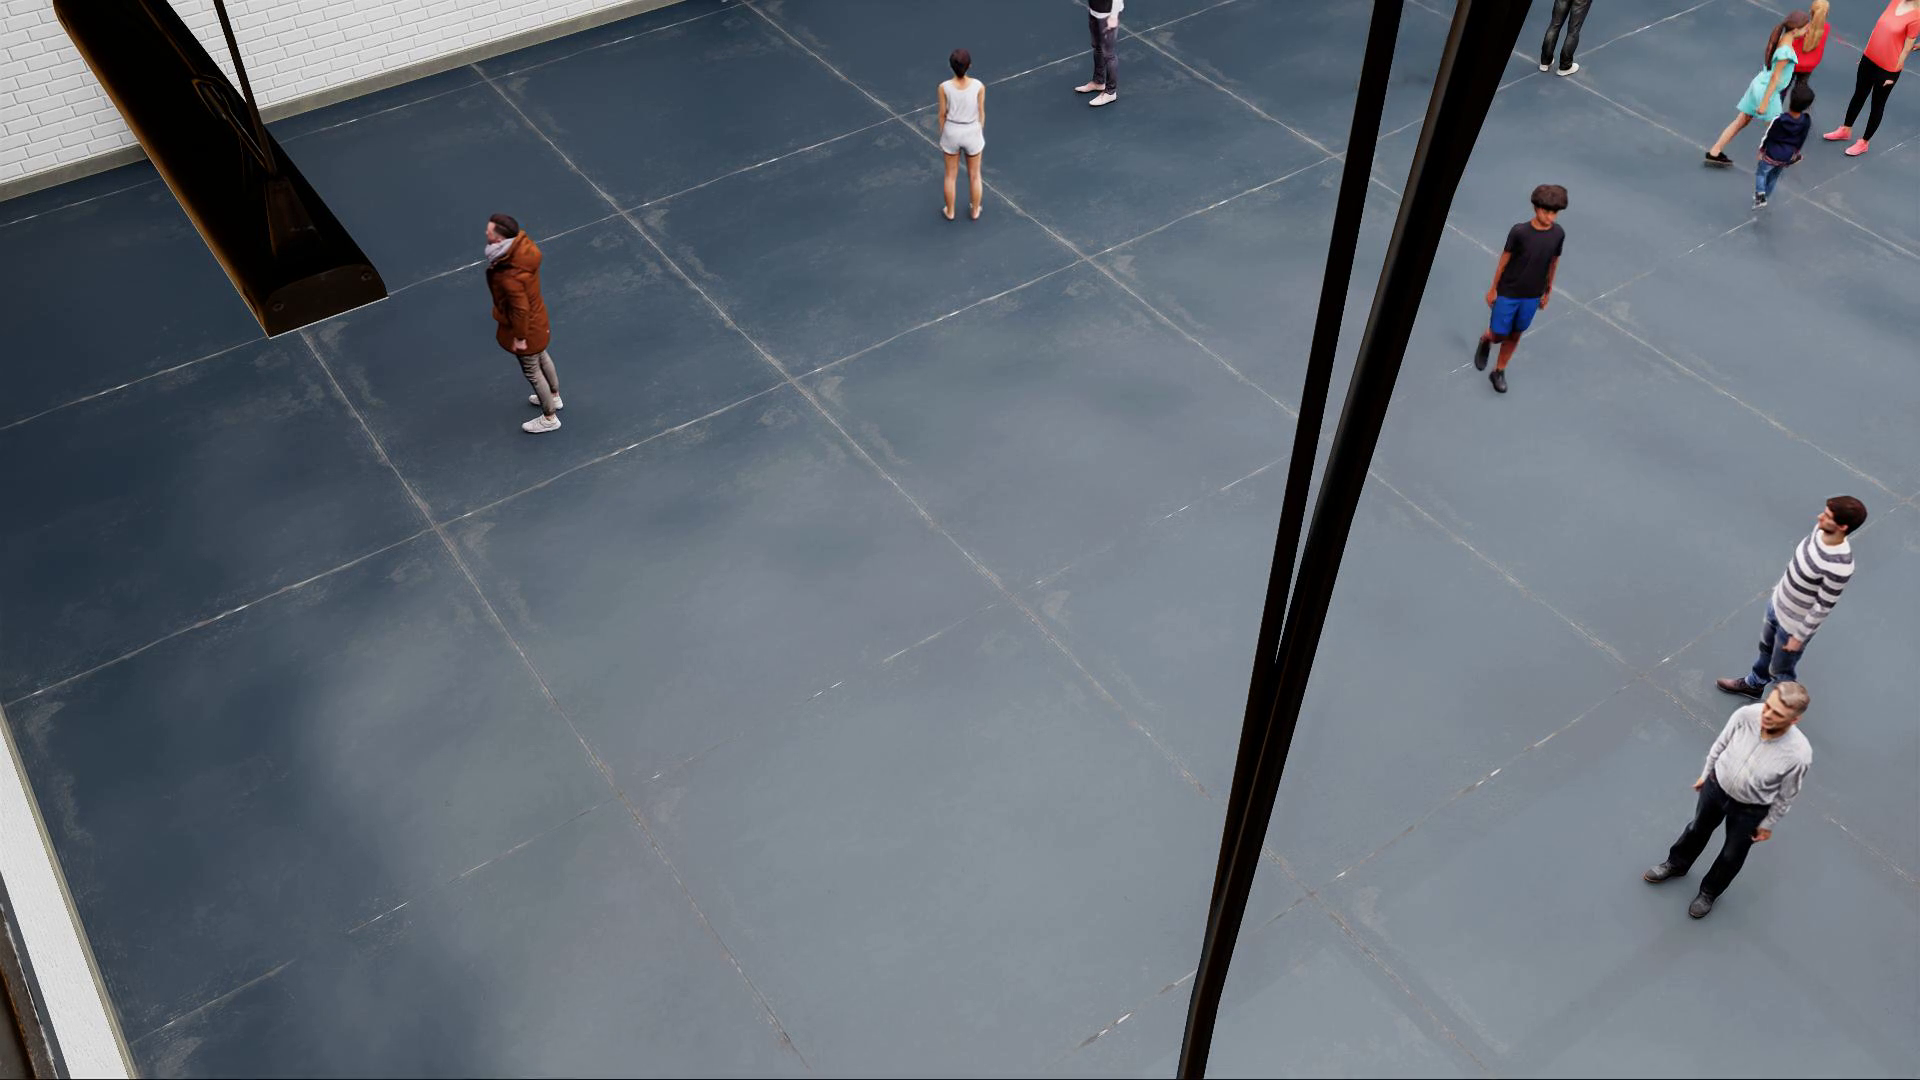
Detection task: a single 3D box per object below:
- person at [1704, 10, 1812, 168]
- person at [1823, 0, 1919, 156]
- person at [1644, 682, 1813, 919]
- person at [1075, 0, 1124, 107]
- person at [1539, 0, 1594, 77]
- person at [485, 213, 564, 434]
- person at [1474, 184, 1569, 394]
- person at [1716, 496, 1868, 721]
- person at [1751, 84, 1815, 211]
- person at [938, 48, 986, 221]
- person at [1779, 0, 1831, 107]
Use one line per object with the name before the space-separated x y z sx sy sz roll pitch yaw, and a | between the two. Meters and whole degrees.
person | 7.251 -4.065 15.143 1.093 1.508 1.018 7 44 7
person | 8.526 -4.395 15.354 0.621 1.694 0.649 -13 45 -13
person | 4.311 1.406 9.175 0.565 1.820 0.648 -24 49 -23
person | 1.385 -5.075 15.976 0.663 1.822 0.742 -15 46 -16
person | 6.082 -5.472 16.399 0.699 1.812 0.637 30 51 28
person | -3.220 -1.617 12.335 0.885 1.837 0.848 -1 44 -1
person | 4.267 -1.975 12.746 0.841 1.789 0.886 -1 44 -1
person | 5.126 0.435 10.169 0.763 1.854 0.711 6 44 6
person | 7.249 -3.427 14.687 0.697 1.213 0.754 5 44 5
person | 0.019 -3.532 14.511 0.624 1.610 0.707 1 44 1
person | 7.985 -4.479 15.751 0.752 1.270 0.802 5 44 5
